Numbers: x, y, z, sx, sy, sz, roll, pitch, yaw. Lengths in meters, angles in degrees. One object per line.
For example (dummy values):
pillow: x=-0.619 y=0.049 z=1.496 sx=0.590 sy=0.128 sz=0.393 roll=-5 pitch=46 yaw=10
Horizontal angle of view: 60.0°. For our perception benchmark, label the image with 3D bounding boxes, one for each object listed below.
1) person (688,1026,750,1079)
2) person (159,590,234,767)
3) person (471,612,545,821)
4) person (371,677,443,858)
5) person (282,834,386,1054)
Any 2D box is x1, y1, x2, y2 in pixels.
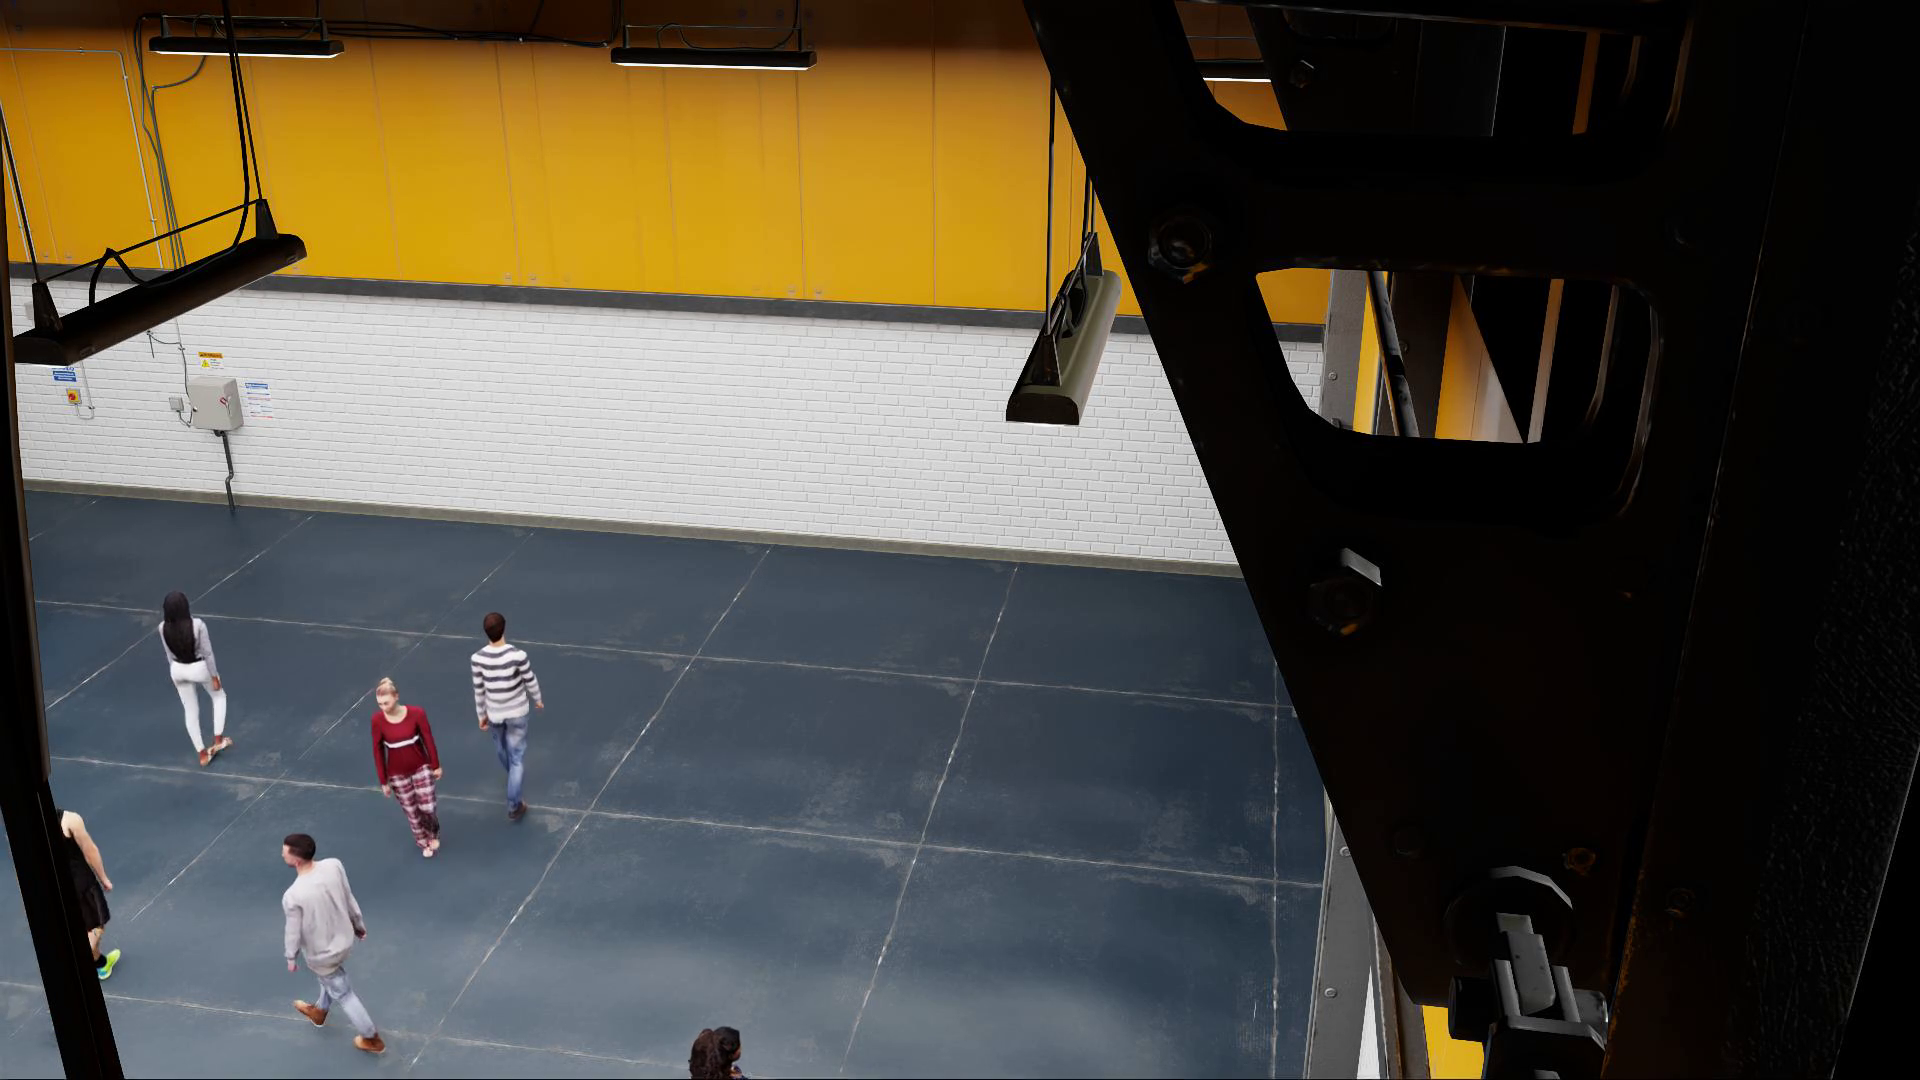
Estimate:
person: x=-1.440 y=3.624 z=9.942 sx=1.089 sy=1.594 sz=1.056 roll=-14 pitch=27 yaw=-29
person: x=-7.015 y=1.283 z=15.149 sx=0.686 sy=1.714 sz=0.706 roll=0 pitch=24 yaw=-1
person: x=-3.937 y=1.562 z=14.403 sx=0.780 sy=1.799 sz=1.187 roll=1 pitch=24 yaw=2
person: x=-4.584 y=1.871 z=13.831 sx=0.772 sy=1.690 sz=0.780 roll=-8 pitch=25 yaw=-18
person: x=-4.299 y=2.830 z=11.501 sx=0.927 sy=1.800 sz=1.085 roll=11 pitch=26 yaw=23
